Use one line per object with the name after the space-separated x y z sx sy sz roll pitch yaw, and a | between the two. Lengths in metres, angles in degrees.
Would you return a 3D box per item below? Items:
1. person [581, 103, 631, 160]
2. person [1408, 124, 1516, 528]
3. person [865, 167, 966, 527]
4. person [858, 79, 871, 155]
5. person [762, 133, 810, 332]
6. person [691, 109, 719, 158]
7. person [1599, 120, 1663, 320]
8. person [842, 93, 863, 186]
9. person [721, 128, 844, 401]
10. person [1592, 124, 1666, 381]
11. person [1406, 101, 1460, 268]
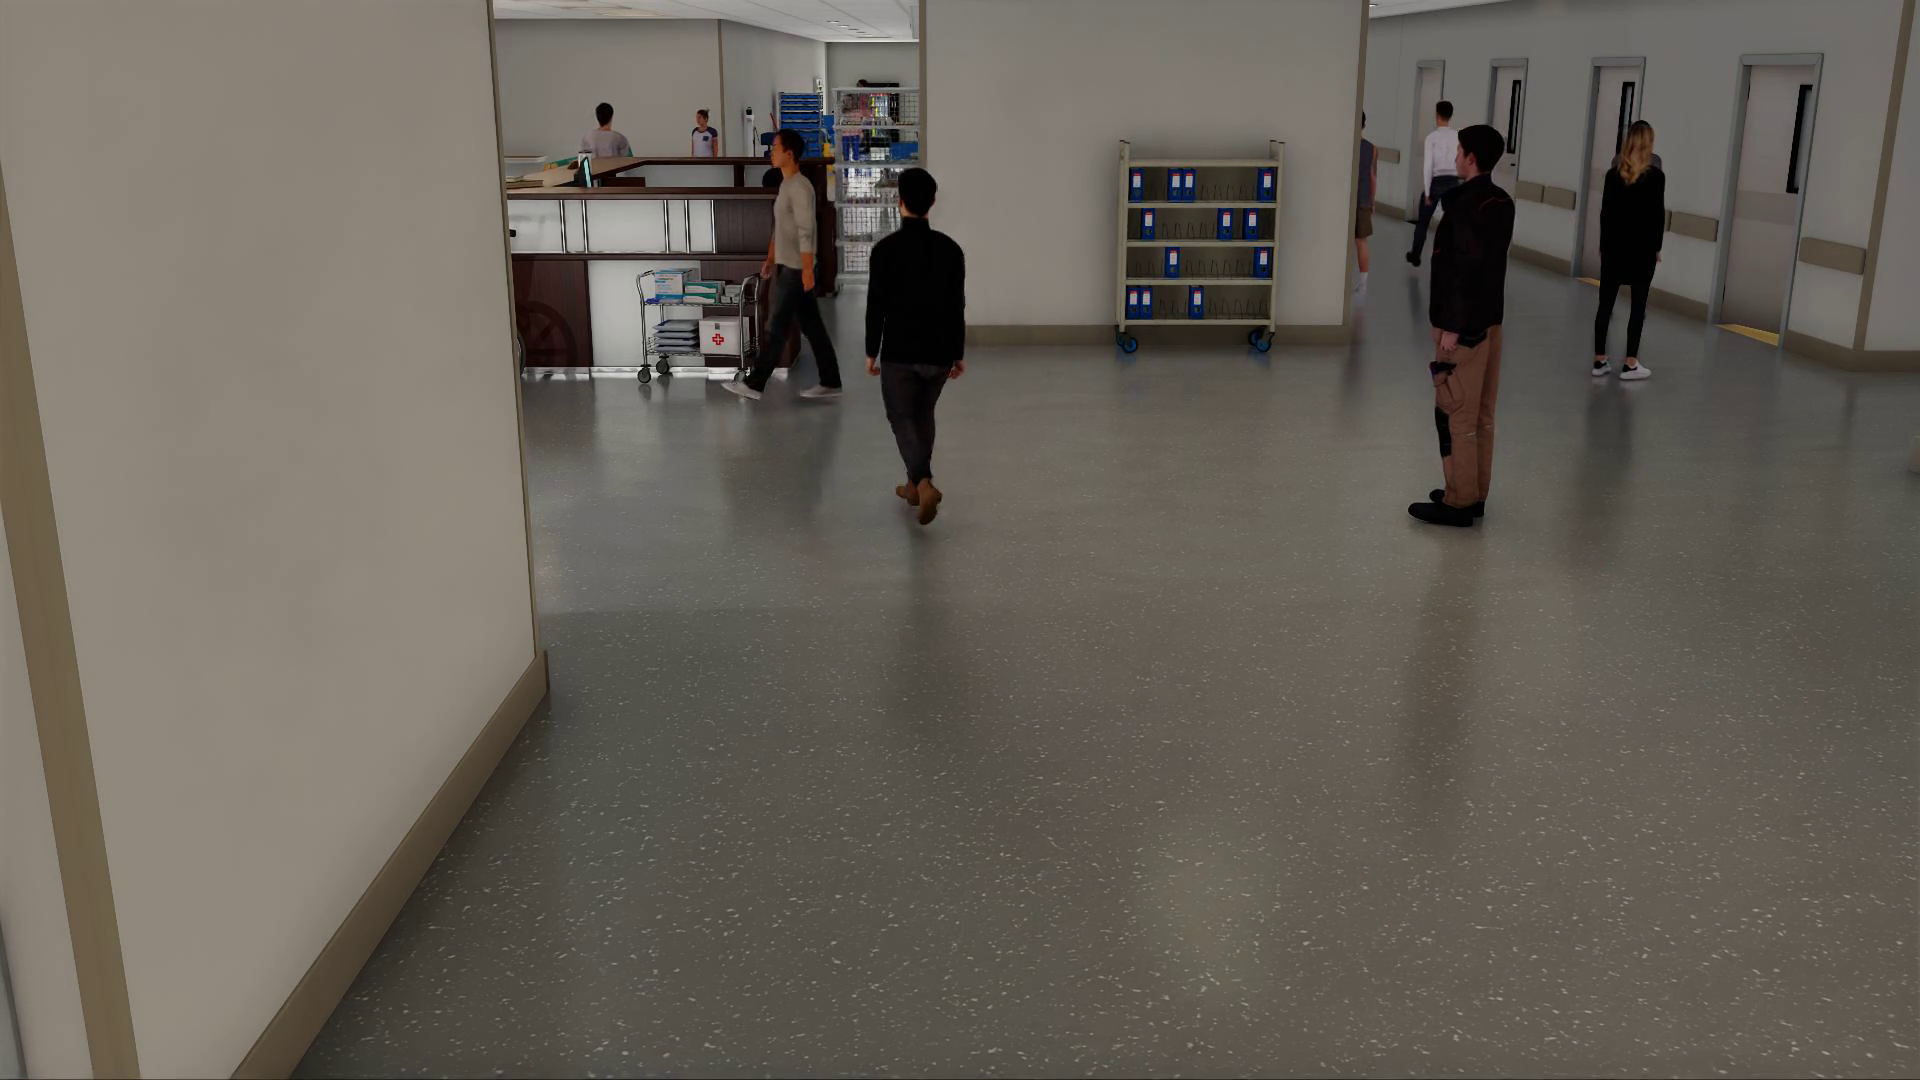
-3.811 -3.722 17.822 0.989 1.815 0.831 2 16 6 | person
2.471 -1.036 8.096 0.812 1.924 0.790 11 19 35 | person
-0.198 -0.922 8.096 1.082 1.704 0.954 -6 17 -20 | person
-2.559 -11.414 44.838 0.588 1.962 0.658 -2 16 -7 | person
-1.441 -2.580 14.016 0.687 1.684 0.781 -11 19 -33 | person
-3.829 -5.609 24.856 0.540 1.631 0.698 4 16 15 | person
5.994 -2.847 14.832 0.672 1.754 0.749 13 20 38 | person
-2.135 -7.796 32.390 0.564 1.752 0.759 2 16 8 | person
-0.989 -1.784 11.016 1.115 1.779 0.816 -4 16 -13 | person
4.819 -2.073 12.001 0.716 1.800 0.666 -14 21 -41 | person
5.240 -3.751 17.927 1.205 1.814 0.796 -2 16 -7 | person
